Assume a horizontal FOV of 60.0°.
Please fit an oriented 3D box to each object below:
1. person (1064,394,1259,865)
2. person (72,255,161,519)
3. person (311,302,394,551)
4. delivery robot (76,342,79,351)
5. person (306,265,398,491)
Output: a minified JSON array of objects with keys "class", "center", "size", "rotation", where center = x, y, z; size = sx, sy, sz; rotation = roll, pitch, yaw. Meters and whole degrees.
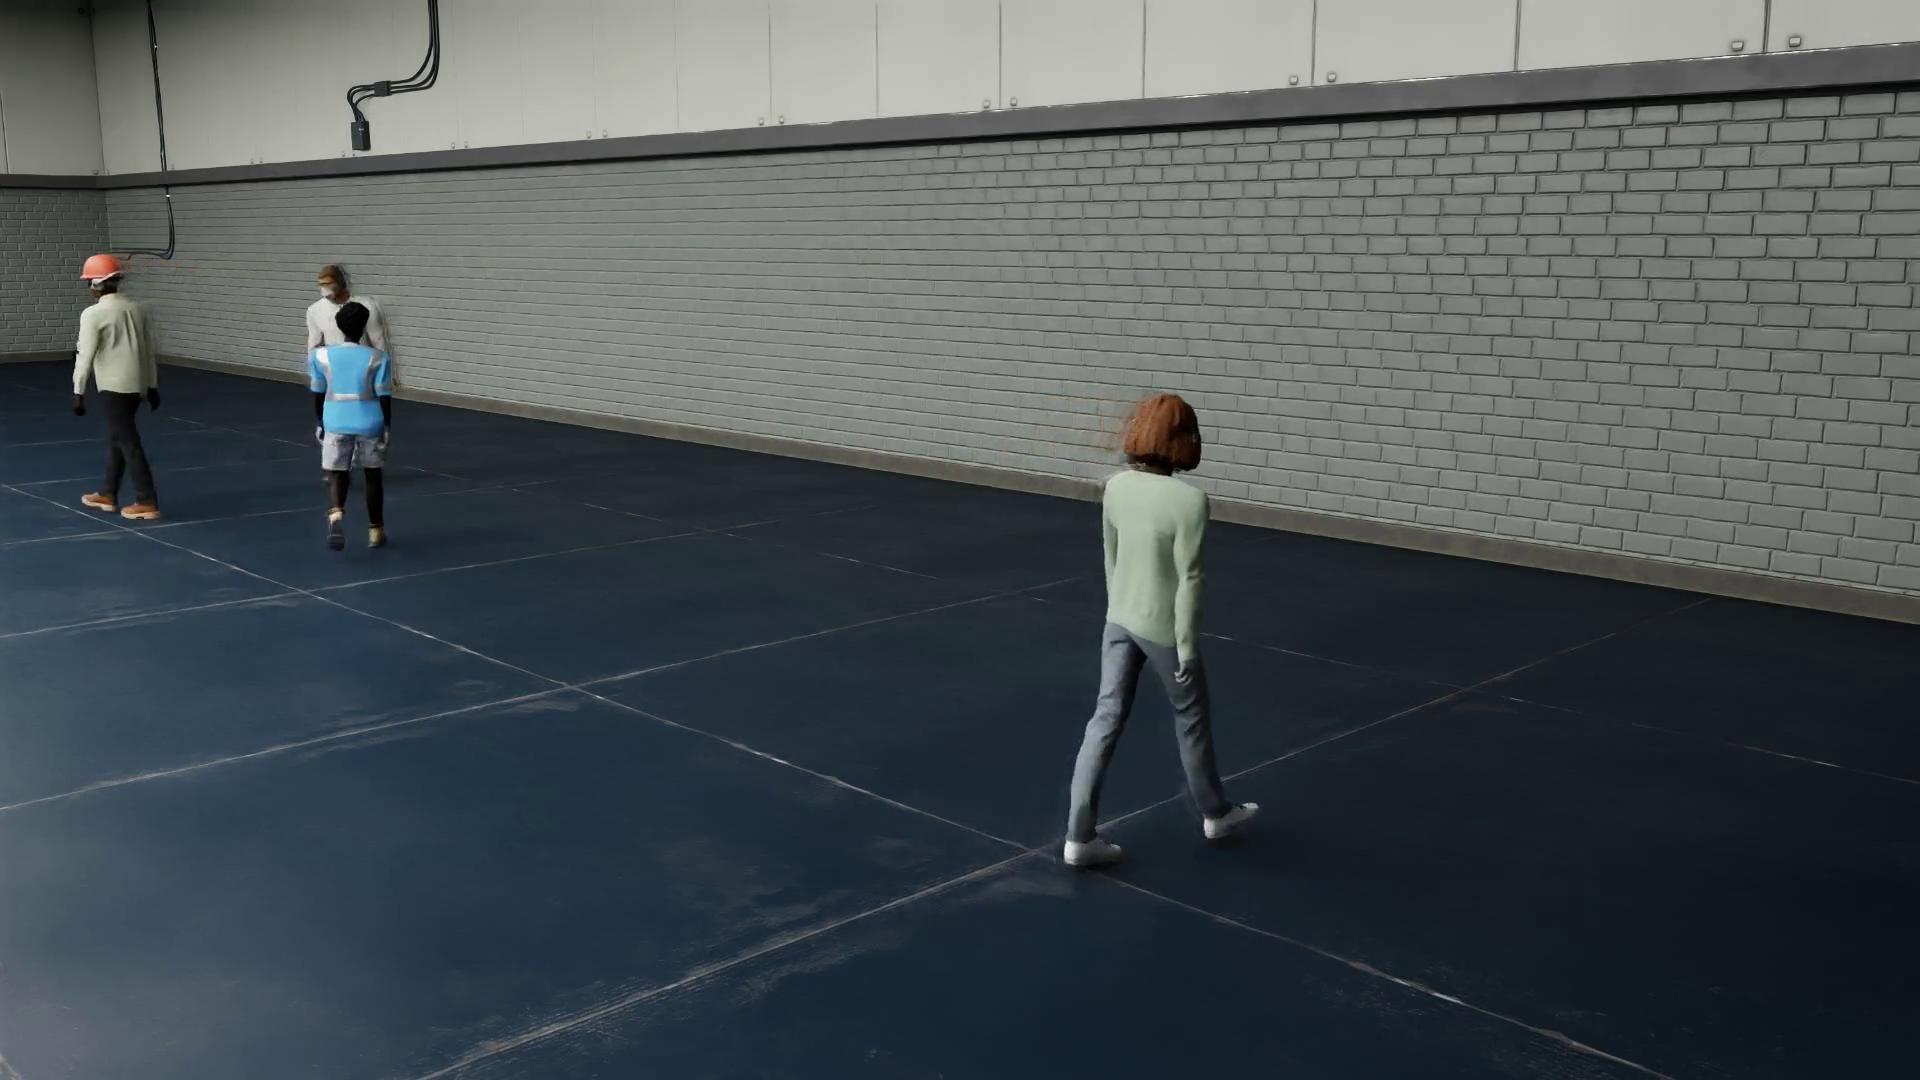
[{"class":"person","center":[0.676,0.296,5.642],"size":[0.847,1.582,0.515],"rotation":[-8,13,-38]},{"class":"person","center":[-6.436,-1.146,12.504],"size":[0.921,1.954,0.648],"rotation":[2,11,11]},{"class":"person","center":[-4.056,-0.751,11.120],"size":[0.538,1.672,0.686],"rotation":[-2,11,-11]},{"class":"delivery robot","center":[-13.955,-3.092,26.803],"size":[0.477,0.478,0.707],"rotation":[-10,14,-44]},{"class":"person","center":[-5.149,-1.385,14.085],"size":[0.689,1.872,1.021],"rotation":[1,10,6]}]
